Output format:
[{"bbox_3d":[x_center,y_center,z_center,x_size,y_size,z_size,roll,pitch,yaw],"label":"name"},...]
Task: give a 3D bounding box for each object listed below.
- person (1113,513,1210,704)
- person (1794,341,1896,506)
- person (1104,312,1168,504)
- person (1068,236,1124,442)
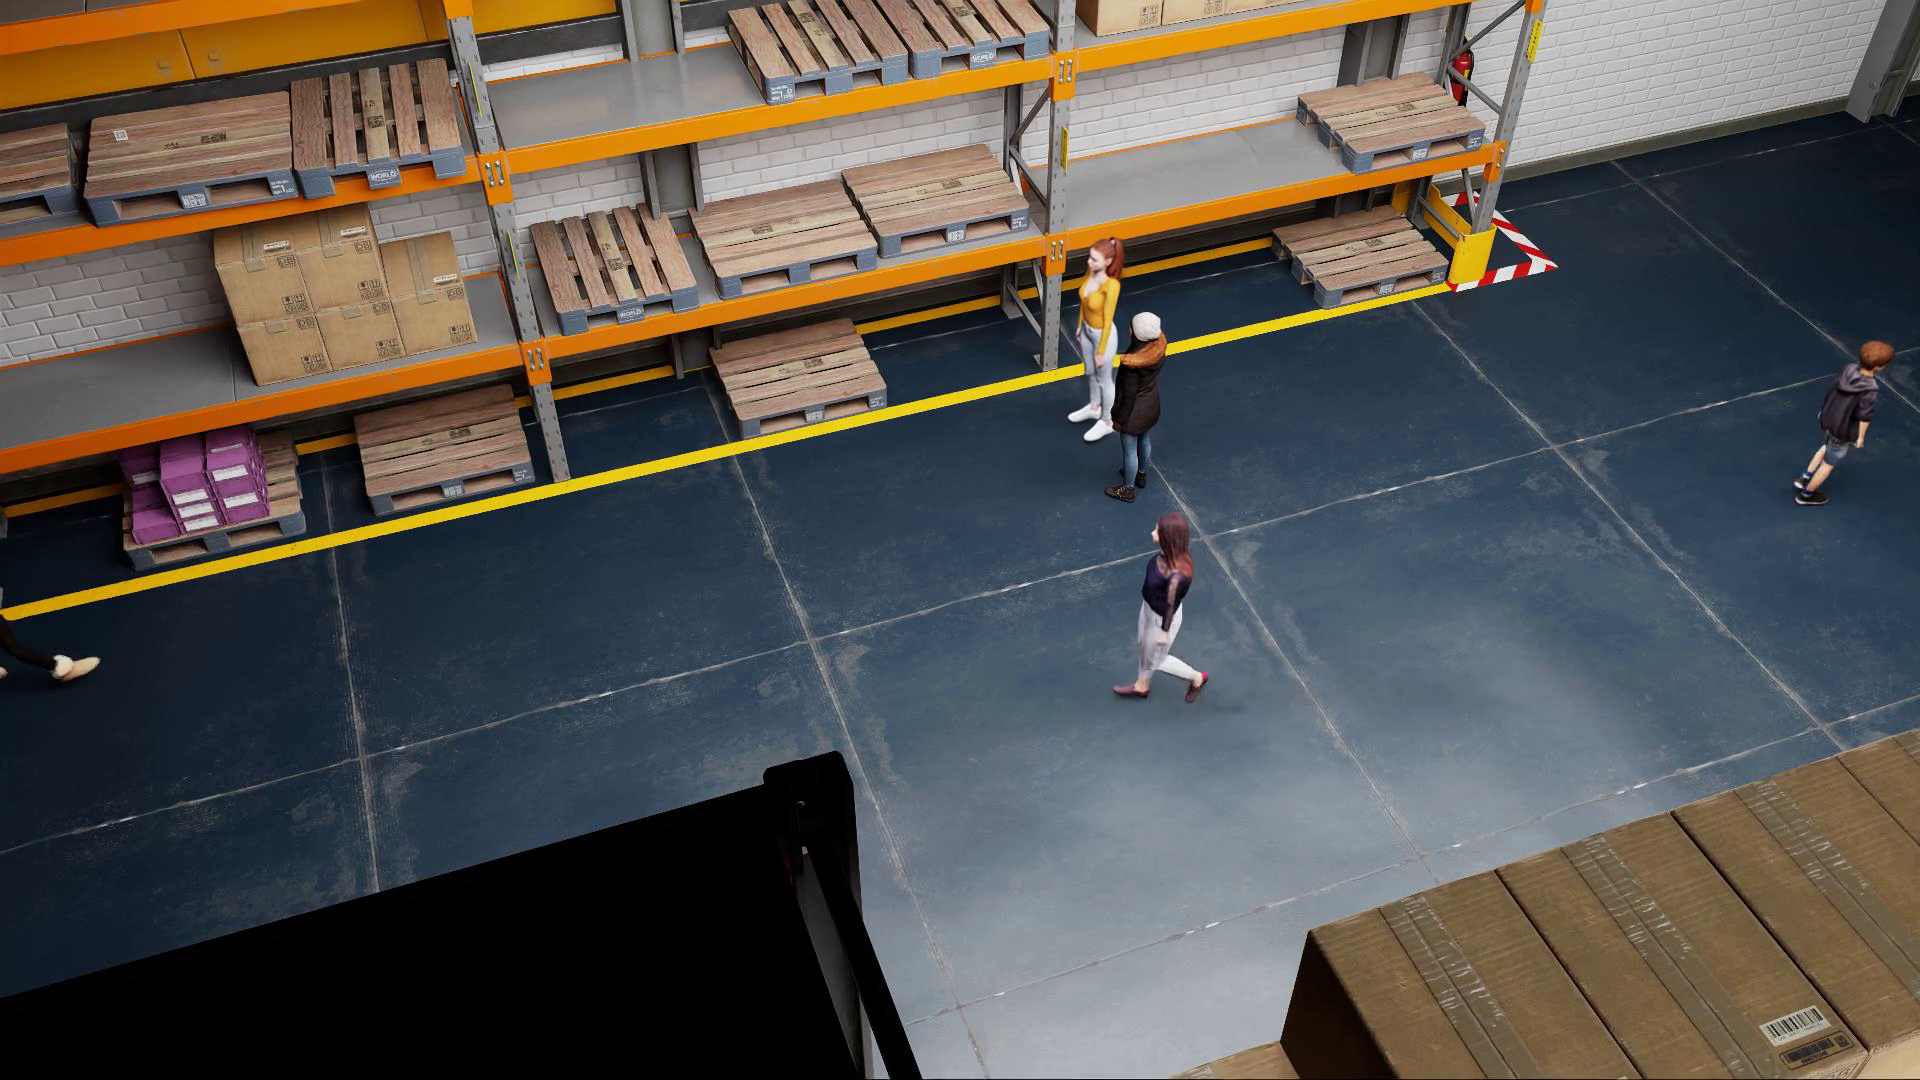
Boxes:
[{"bbox_3d":[1.330,0.476,10.496,0.937,1.597,0.789,2,44,2],"label":"person"},{"bbox_3d":[6.299,-0.830,11.982,0.598,1.439,0.590,-8,44,-8],"label":"person"},{"bbox_3d":[1.278,-0.969,11.986,0.810,1.634,0.730,25,49,24],"label":"person"},{"bbox_3d":[1.041,-1.525,12.488,0.518,1.746,0.584,-17,46,-17],"label":"person"}]
